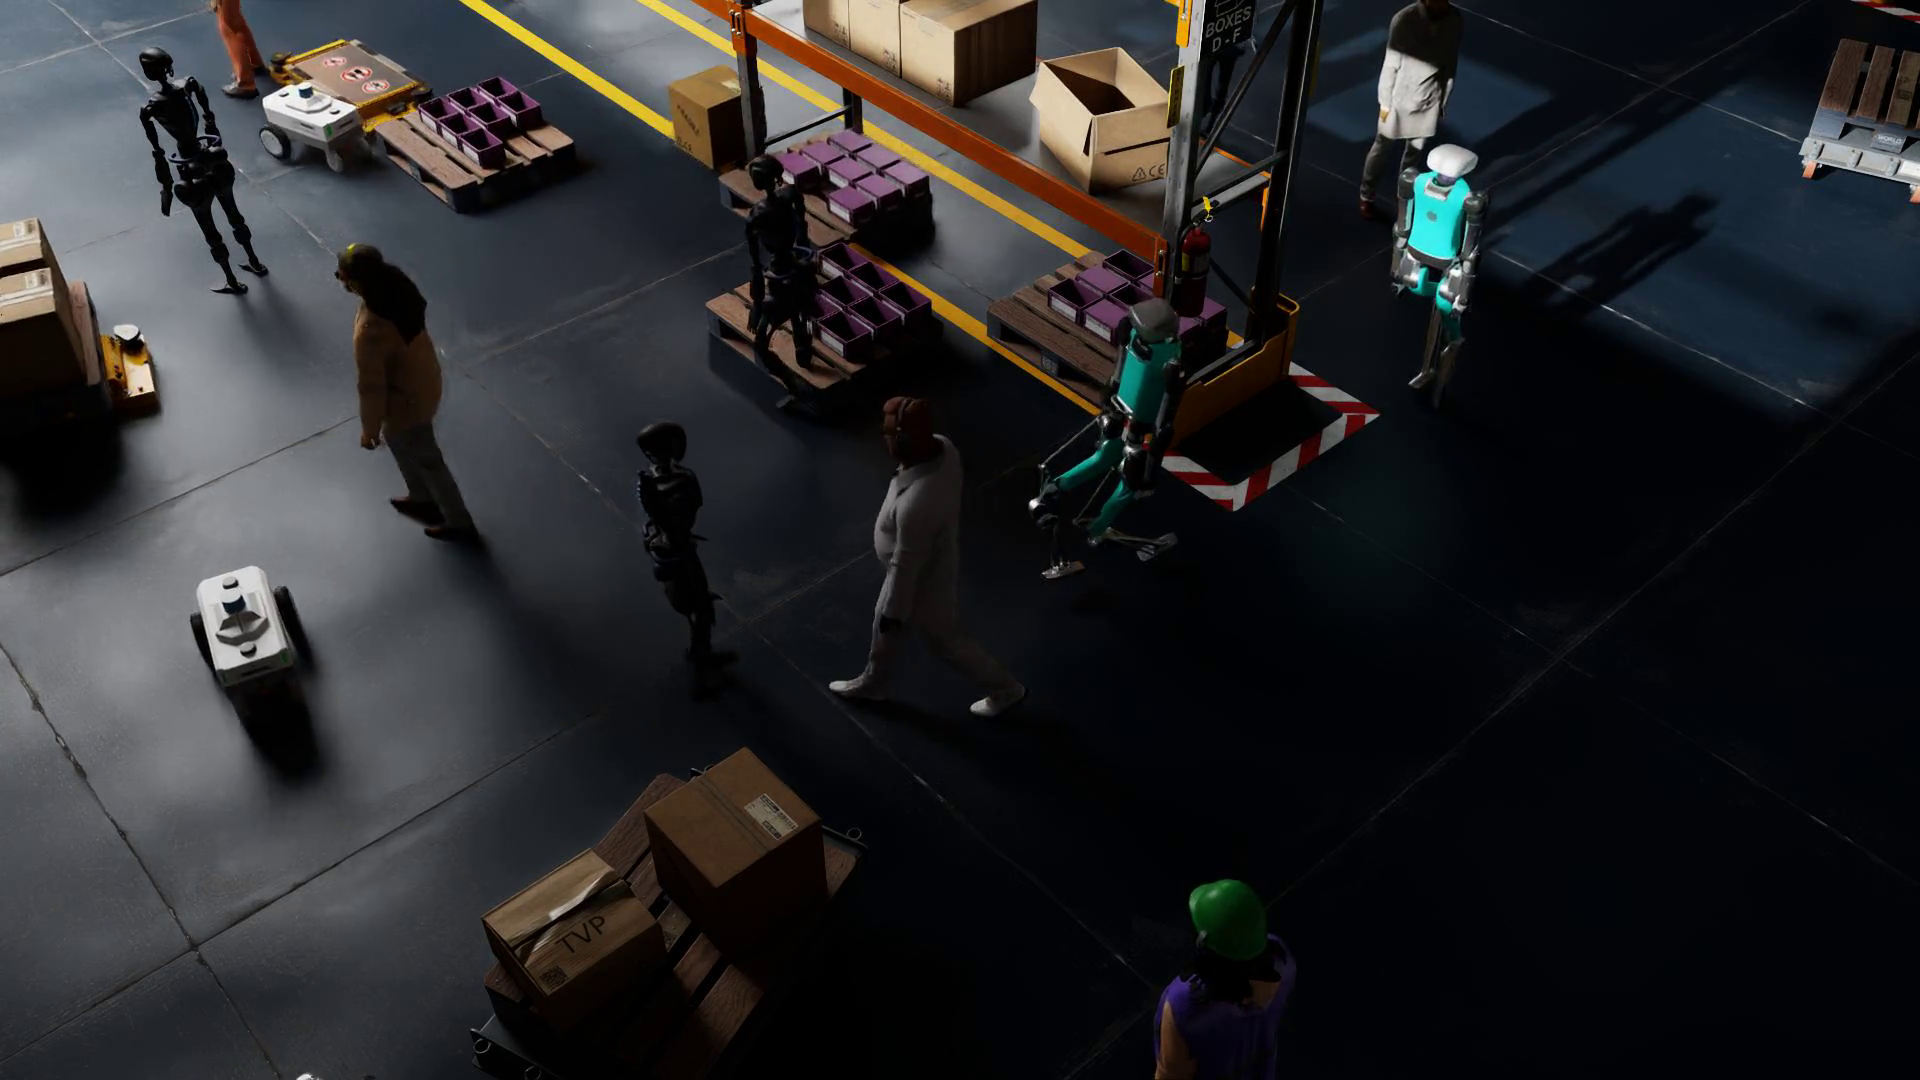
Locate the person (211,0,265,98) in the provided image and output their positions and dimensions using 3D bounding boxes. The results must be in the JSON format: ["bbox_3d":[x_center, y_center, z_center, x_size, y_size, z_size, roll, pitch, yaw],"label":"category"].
[{"bbox_3d":[-5.671,-4.247,12.622,0.458,1.747,0.520,-29,50,-28],"label":"person"}]

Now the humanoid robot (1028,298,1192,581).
[{"bbox_3d":[0.721,-0.399,8.451,1.023,1.739,0.544,-19,46,-19],"label":"humanoid robot"}]

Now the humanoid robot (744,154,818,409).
[{"bbox_3d":[-1.015,-1.487,9.668,0.349,1.645,0.608,21,46,21],"label":"humanoid robot"}]

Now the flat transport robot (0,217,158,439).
[{"bbox_3d":[-5.670,-0.891,10.064,1.431,0.231,0.659,-18,46,-19],"label":"flat transport robot"}]

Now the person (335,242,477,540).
[{"bbox_3d":[-3.013,-0.746,8.730,0.684,1.853,0.586,3,43,3],"label":"person"}]

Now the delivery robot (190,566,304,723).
[{"bbox_3d":[-3.587,0.480,8.375,0.499,0.614,0.802,-19,46,-20],"label":"delivery robot"}]

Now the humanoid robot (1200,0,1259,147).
[{"bbox_3d":[1.888,-3.597,11.966,0.601,1.653,0.340,-16,45,-16],"label":"humanoid robot"}]

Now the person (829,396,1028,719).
[{"bbox_3d":[-0.137,0.136,7.778,0.966,1.848,0.661,1,43,1],"label":"person"}]

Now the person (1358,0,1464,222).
[{"bbox_3d":[3.058,-2.985,11.201,0.521,1.820,0.369,-4,43,-5],"label":"person"}]

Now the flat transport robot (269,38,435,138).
[{"bbox_3d":[-4.730,-3.556,12.963,1.431,0.231,0.659,33,52,31],"label":"flat transport robot"}]

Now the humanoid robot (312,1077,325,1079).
[{"bbox_3d":[-2.087,2.275,5.520,0.948,1.735,0.545,20,46,20],"label":"humanoid robot"}]

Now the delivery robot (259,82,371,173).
[{"bbox_3d":[-4.741,-3.068,12.216,0.777,0.587,0.499,22,47,22],"label":"delivery robot"}]

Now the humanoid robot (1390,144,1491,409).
[{"bbox_3d":[2.837,-1.556,9.750,0.538,1.831,0.778,30,50,28],"label":"humanoid robot"}]

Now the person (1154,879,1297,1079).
[{"bbox_3d":[0.889,1.852,5.853,0.534,1.931,0.420,-25,48,-24],"label":"person"}]

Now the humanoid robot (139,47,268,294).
[{"bbox_3d":[-4.868,-2.352,10.603,0.315,1.657,0.599,15,45,16],"label":"humanoid robot"}]

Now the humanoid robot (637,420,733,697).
[{"bbox_3d":[-1.314,0.100,7.939,0.338,1.648,0.595,-14,44,-14],"label":"humanoid robot"}]
